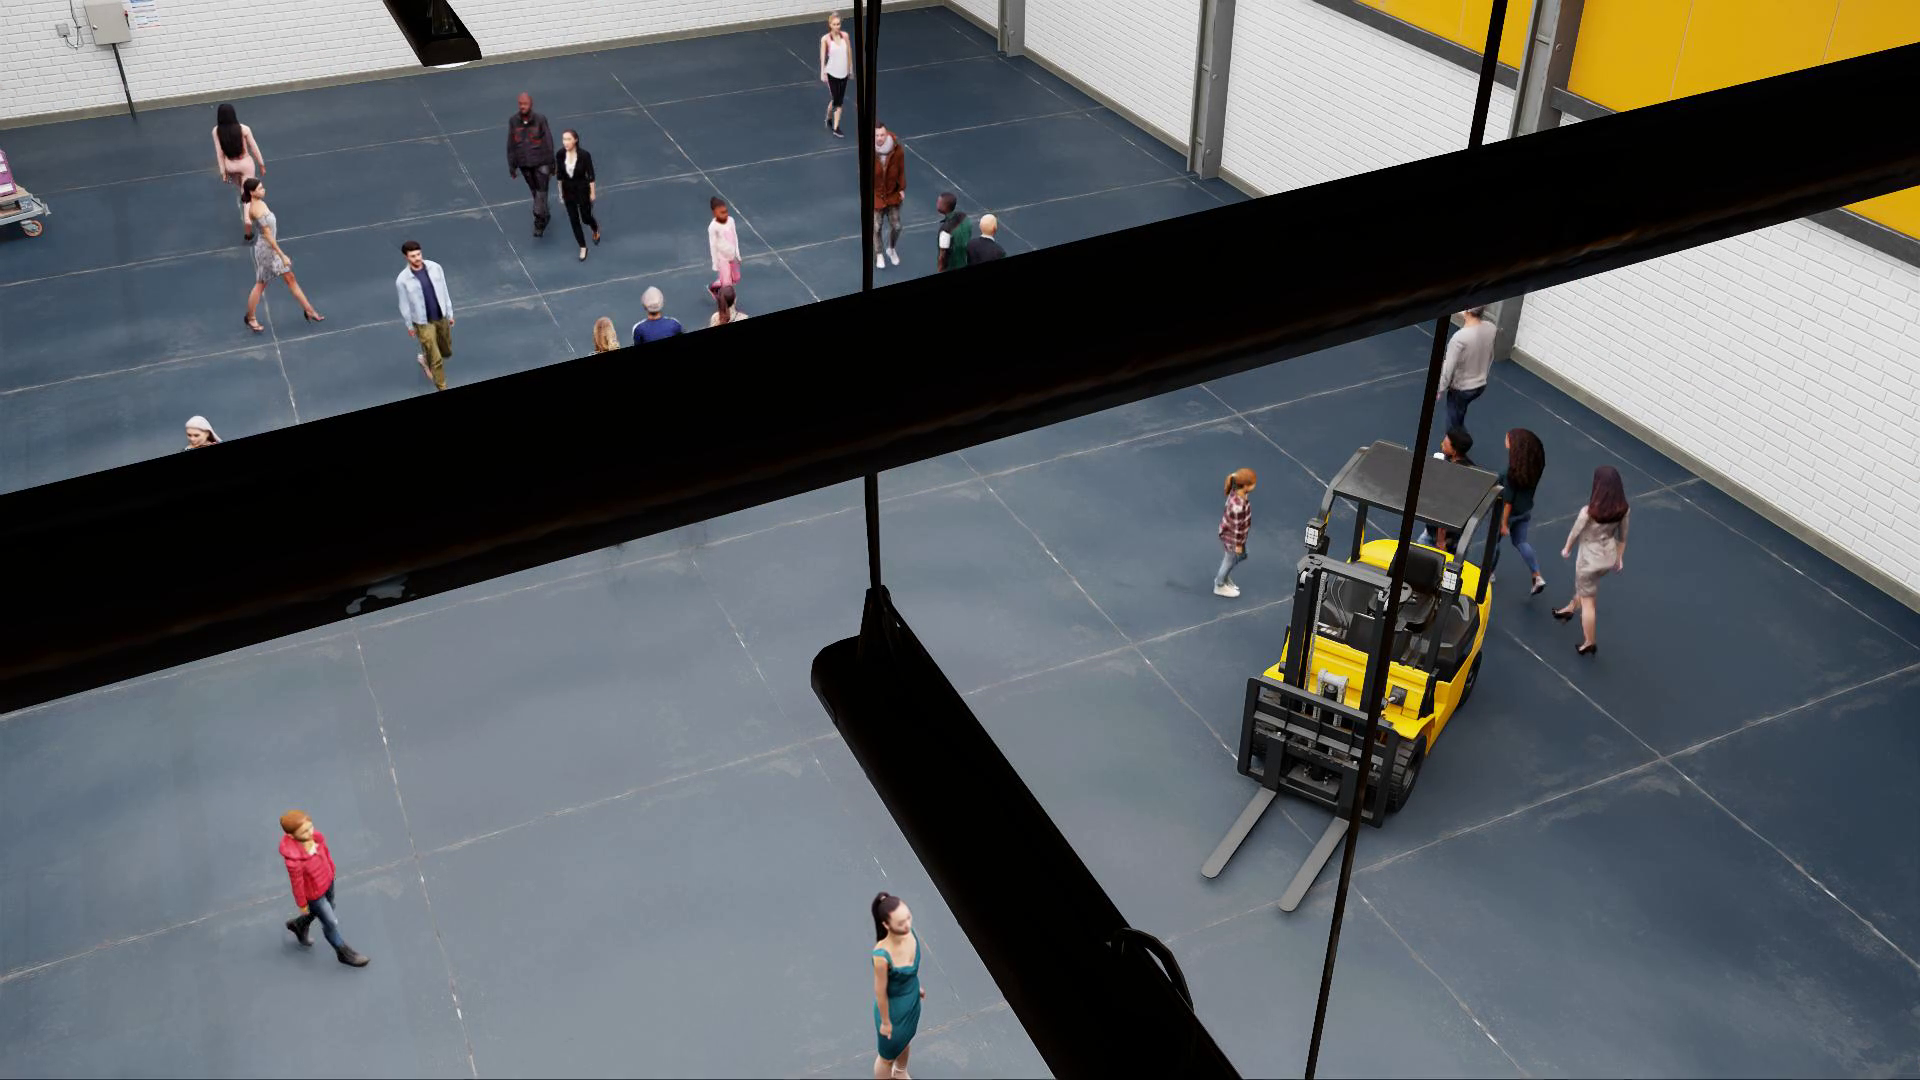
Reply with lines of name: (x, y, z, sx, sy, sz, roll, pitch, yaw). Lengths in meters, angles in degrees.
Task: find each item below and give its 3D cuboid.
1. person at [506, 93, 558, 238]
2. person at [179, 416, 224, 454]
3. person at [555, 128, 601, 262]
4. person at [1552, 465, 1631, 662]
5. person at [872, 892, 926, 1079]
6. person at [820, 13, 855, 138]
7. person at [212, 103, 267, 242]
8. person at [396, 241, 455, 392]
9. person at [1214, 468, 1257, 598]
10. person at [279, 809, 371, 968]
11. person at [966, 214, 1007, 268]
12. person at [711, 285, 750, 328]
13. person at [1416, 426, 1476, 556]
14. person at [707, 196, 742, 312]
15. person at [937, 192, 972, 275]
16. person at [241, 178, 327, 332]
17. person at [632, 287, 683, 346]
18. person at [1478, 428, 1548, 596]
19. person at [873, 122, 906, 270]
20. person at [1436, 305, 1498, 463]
person: (-5.371, -4.786, 21.030, 1.089, 1.784, 1.314, 1, 34, 2)
person: (-6.407, -0.357, 14.492, 1.031, 1.644, 1.215, 5, 34, 7)
person: (-4.657, -4.251, 20.347, 0.779, 1.649, 0.853, 4, 34, 6)
person: (5.198, 0.244, 13.526, 0.645, 1.714, 0.922, -11, 35, -16)
person: (-0.370, 2.738, 9.799, 0.652, 1.685, 0.627, 18, 38, 26)
person: (-1.808, -6.711, 23.934, 0.636, 1.774, 0.699, -17, 37, -24)
person: (-9.007, -4.570, 20.806, 0.893, 1.671, 1.241, -4, 34, -6)
person: (-5.541, -2.285, 17.265, 0.917, 1.786, 1.140, -29, 43, -36)
person: (2.306, -0.062, 14.366, 0.686, 1.294, 0.598, 6, 34, 9)
person: (-4.257, 2.263, 10.862, 0.868, 1.301, 0.849, 8, 34, 11)
person: (0.219, -2.557, 17.689, 1.227, 1.769, 1.139, 22, 39, 29)
person: (-2.283, -1.744, 16.640, 0.997, 1.578, 1.081, 10, 35, 14)
person: (4.178, -0.101, 13.990, 1.207, 1.775, 0.995, 22, 40, 30)
person: (-2.738, -3.257, 19.050, 0.907, 1.428, 0.770, 22, 40, 30)
person: (0.029, -2.915, 18.192, 1.048, 1.810, 0.980, 15, 36, 21)
person: (-7.814, -3.125, 18.547, 0.867, 1.767, 1.103, -6, 34, -8)
person: (-2.867, -1.524, 16.120, 0.731, 1.786, 1.188, -11, 35, -16)
person: (4.831, -0.212, 14.321, 0.702, 1.594, 1.000, -18, 38, -25)
person: (-0.940, -4.180, 20.086, 0.795, 1.820, 0.803, -6, 34, -10)
person: (4.880, -1.435, 15.883, 0.806, 1.901, 0.735, -22, 39, -29)
